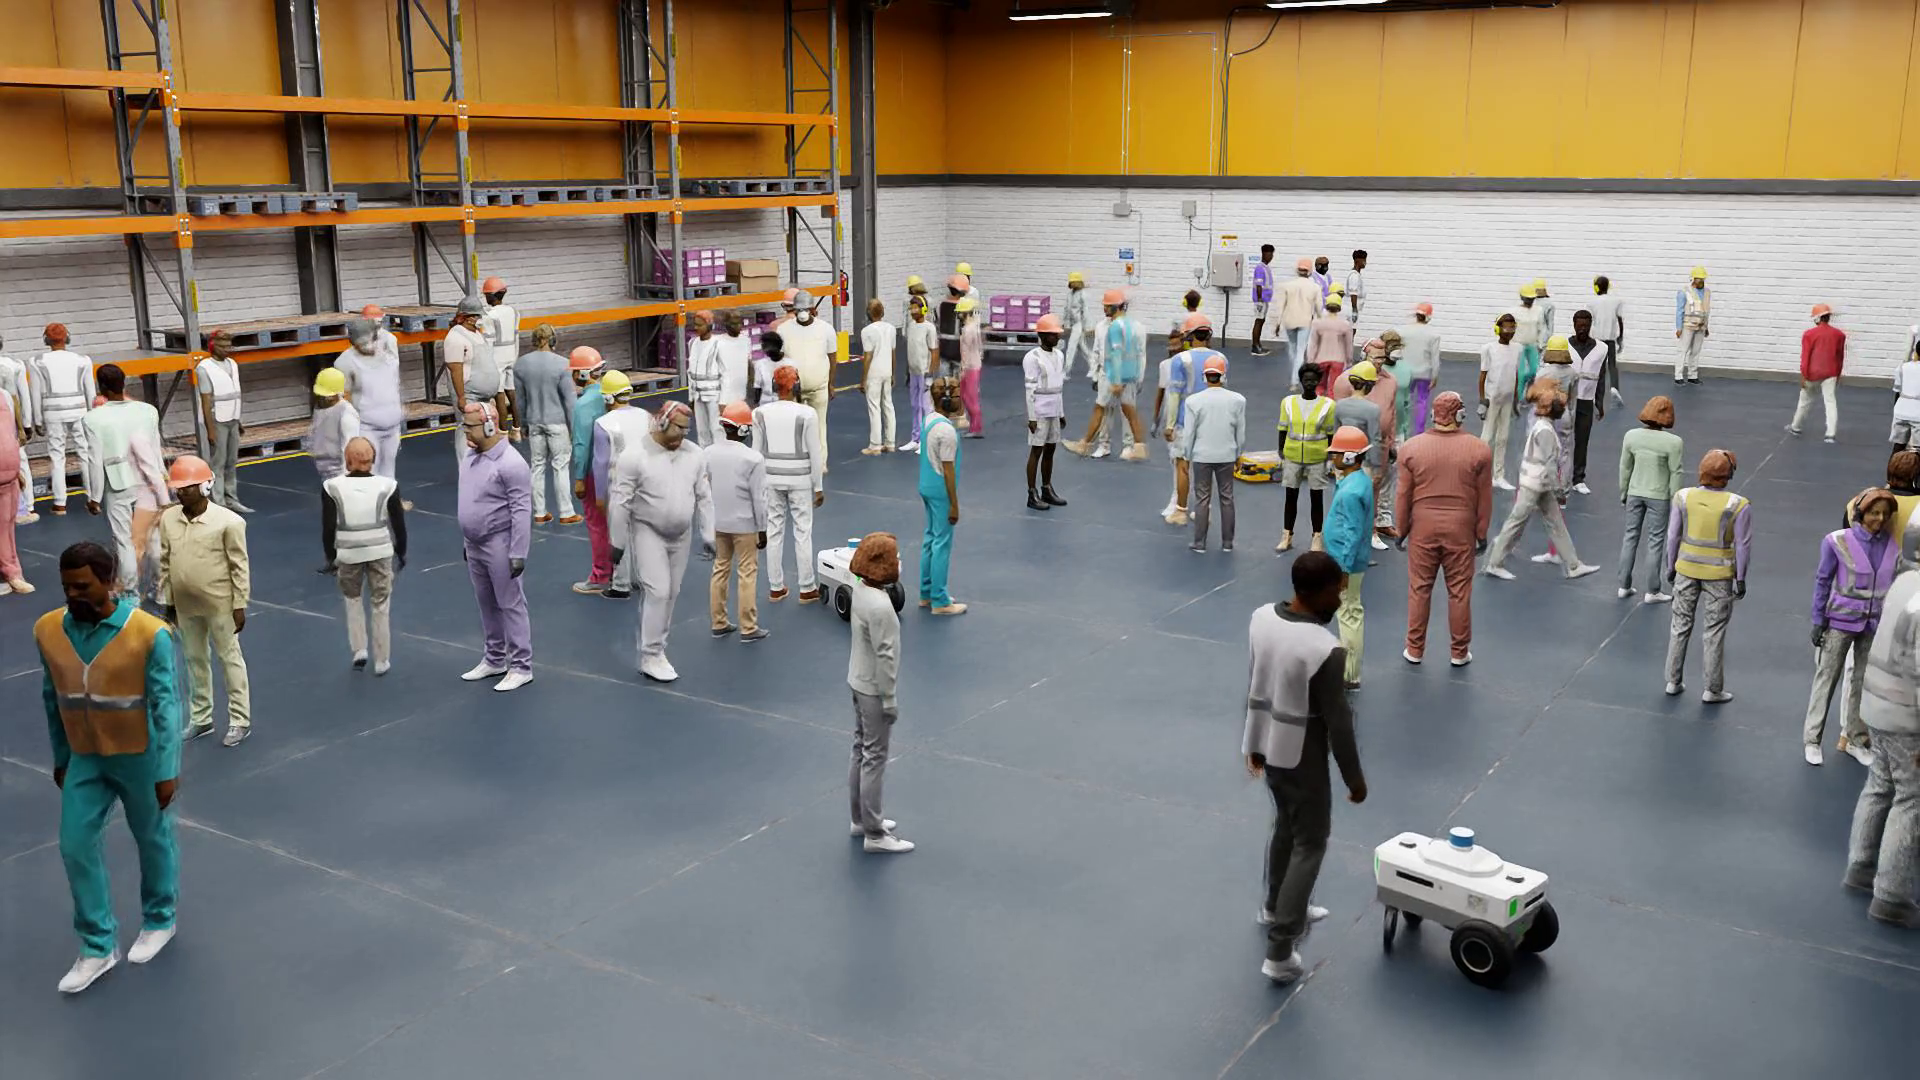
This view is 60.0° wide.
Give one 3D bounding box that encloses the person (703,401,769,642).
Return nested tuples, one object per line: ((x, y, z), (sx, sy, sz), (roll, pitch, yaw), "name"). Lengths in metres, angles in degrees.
((-1.610, -0.137, 12.054), (0.570, 1.743, 0.350), (7, 15, 29), "person")

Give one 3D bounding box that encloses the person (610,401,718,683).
((-1.936, 0.006, 11.165), (0.685, 1.873, 0.666), (-12, 18, -43), "person")

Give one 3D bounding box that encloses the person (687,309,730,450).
((-2.687, -1.510, 17.702), (0.575, 1.884, 0.362), (11, 17, 40), "person")

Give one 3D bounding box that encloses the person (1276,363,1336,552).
((3.047, -0.717, 14.665), (0.539, 1.700, 0.317), (6, 14, 23), "person")

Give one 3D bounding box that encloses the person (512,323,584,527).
((-3.890, -1.081, 15.728), (0.627, 1.936, 0.371), (4, 14, 16), "person")

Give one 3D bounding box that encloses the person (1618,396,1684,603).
((5.434, -0.322, 13.096), (0.269, 1.632, 0.508), (-10, 16, -37), "person")

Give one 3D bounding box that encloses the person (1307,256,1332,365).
((6.017, -3.825, 27.862), (0.429, 1.839, 0.632), (12, 18, 43), "person")

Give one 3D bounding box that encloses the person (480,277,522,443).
((-5.588, -2.156, 20.160), (0.384, 2.041, 0.608), (6, 14, 23), "person")

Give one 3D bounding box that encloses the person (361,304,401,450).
((-6.916, -1.922, 19.774), (0.572, 1.749, 0.343), (8, 15, 31), "person")

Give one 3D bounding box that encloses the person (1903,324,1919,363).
((12.269, -2.185, 21.171), (0.520, 1.636, 0.312), (3, 13, 14), "person")

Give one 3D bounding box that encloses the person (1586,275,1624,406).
((9.095, -2.799, 23.429), (0.560, 1.828, 0.736), (2, 13, 10), "person")

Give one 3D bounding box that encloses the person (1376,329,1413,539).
((3.854, -0.946, 15.134), (0.631, 1.940, 0.372), (-7, 15, -28), "person")

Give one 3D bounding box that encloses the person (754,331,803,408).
((-1.920, -1.385, 17.648), (0.618, 1.672, 0.468), (4, 14, 16), "person")

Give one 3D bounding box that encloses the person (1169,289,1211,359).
((2.914, -2.259, 21.073), (0.514, 1.834, 0.925), (-2, 13, -8), "person")

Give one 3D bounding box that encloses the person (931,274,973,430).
((-0.109, -2.366, 21.129), (0.647, 2.012, 0.754), (10, 16, 37), "person")

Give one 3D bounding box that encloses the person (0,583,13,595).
((-7.929, -0.517, 13.167), (0.611, 1.986, 0.393), (3, 13, 13), "person")

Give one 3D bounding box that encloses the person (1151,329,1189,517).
((2.163, -1.188, 16.490), (0.550, 1.811, 0.943), (9, 16, 33), "person")

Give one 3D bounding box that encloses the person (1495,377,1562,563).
((5.003, -0.617, 14.486), (0.560, 1.581, 0.714), (-9, 16, -35), "person")

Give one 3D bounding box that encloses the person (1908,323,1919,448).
((11.725, -2.021, 20.001), (0.513, 1.845, 0.340), (0, 13, 1), "person")

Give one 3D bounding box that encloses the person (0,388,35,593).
((-7.672, -0.531, 13.109), (0.535, 2.000, 0.684), (7, 15, 27), "person")

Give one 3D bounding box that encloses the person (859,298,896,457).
((-0.961, -1.900, 19.478), (0.326, 1.842, 0.516), (13, 18, 43), "person")

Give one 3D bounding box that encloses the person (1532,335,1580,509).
((5.895, -1.167, 16.545), (0.480, 1.734, 0.336), (-4, 14, -17), "person")

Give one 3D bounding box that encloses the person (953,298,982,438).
((0.108, -2.125, 20.651), (0.402, 1.750, 0.535), (1, 13, 2), "person")

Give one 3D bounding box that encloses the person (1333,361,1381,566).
((3.405, -0.649, 14.250), (0.338, 1.761, 0.528), (-8, 15, -30), "person")

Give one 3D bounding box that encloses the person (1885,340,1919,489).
((9.767, -1.247, 16.994), (0.319, 1.687, 0.538), (-6, 14, -24), "person")

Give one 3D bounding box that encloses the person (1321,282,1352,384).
((5.186, -2.690, 23.075), (0.533, 1.767, 0.327), (-7, 15, -28), "person")

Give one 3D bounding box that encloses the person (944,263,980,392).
((0.046, -3.139, 24.669), (0.588, 1.927, 0.370), (7, 15, 28), "person")

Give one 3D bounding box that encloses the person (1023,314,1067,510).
((0.864, -1.278, 16.564), (0.347, 1.943, 0.544), (11, 17, 39), "person")

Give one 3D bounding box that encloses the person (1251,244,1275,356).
((5.371, -4.255, 29.442), (0.383, 1.956, 0.611), (5, 14, 21), "person")

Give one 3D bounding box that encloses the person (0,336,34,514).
((-9.159, -1.088, 15.867), (0.344, 1.882, 0.585), (9, 16, 35), "person")

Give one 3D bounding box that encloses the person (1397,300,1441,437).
((5.620, -2.076, 20.472), (0.581, 1.735, 0.486), (8, 15, 31), "person")

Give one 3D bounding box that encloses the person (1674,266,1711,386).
((11.222, -3.269, 25.439), (0.600, 1.831, 0.404), (-4, 14, -18), "person")

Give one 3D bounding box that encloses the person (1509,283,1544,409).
((7.873, -2.712, 23.204), (0.538, 1.743, 0.452), (-3, 13, -14), "person")

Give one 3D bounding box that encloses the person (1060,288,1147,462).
((1.691, -1.890, 19.102), (1.035, 1.989, 0.615), (5, 14, 21), "person")

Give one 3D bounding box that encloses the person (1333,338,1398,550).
((3.606, -0.838, 14.748), (0.639, 1.903, 0.409), (-5, 14, -20), "person")

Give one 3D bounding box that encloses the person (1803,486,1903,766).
((5.137, 0.499, 9.523), (0.523, 1.638, 0.310), (1, 13, 4), "person")

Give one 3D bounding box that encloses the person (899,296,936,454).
((-0.490, -1.955, 19.668), (0.328, 1.870, 0.510), (-10, 17, -38), "person")

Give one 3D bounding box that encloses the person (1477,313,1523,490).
((5.657, -1.440, 17.425), (0.510, 1.872, 0.328), (-5, 14, -19), "person")

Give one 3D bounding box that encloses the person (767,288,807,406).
((-1.901, -1.883, 19.066), (0.623, 1.995, 0.387), (6, 14, 25), "person")
